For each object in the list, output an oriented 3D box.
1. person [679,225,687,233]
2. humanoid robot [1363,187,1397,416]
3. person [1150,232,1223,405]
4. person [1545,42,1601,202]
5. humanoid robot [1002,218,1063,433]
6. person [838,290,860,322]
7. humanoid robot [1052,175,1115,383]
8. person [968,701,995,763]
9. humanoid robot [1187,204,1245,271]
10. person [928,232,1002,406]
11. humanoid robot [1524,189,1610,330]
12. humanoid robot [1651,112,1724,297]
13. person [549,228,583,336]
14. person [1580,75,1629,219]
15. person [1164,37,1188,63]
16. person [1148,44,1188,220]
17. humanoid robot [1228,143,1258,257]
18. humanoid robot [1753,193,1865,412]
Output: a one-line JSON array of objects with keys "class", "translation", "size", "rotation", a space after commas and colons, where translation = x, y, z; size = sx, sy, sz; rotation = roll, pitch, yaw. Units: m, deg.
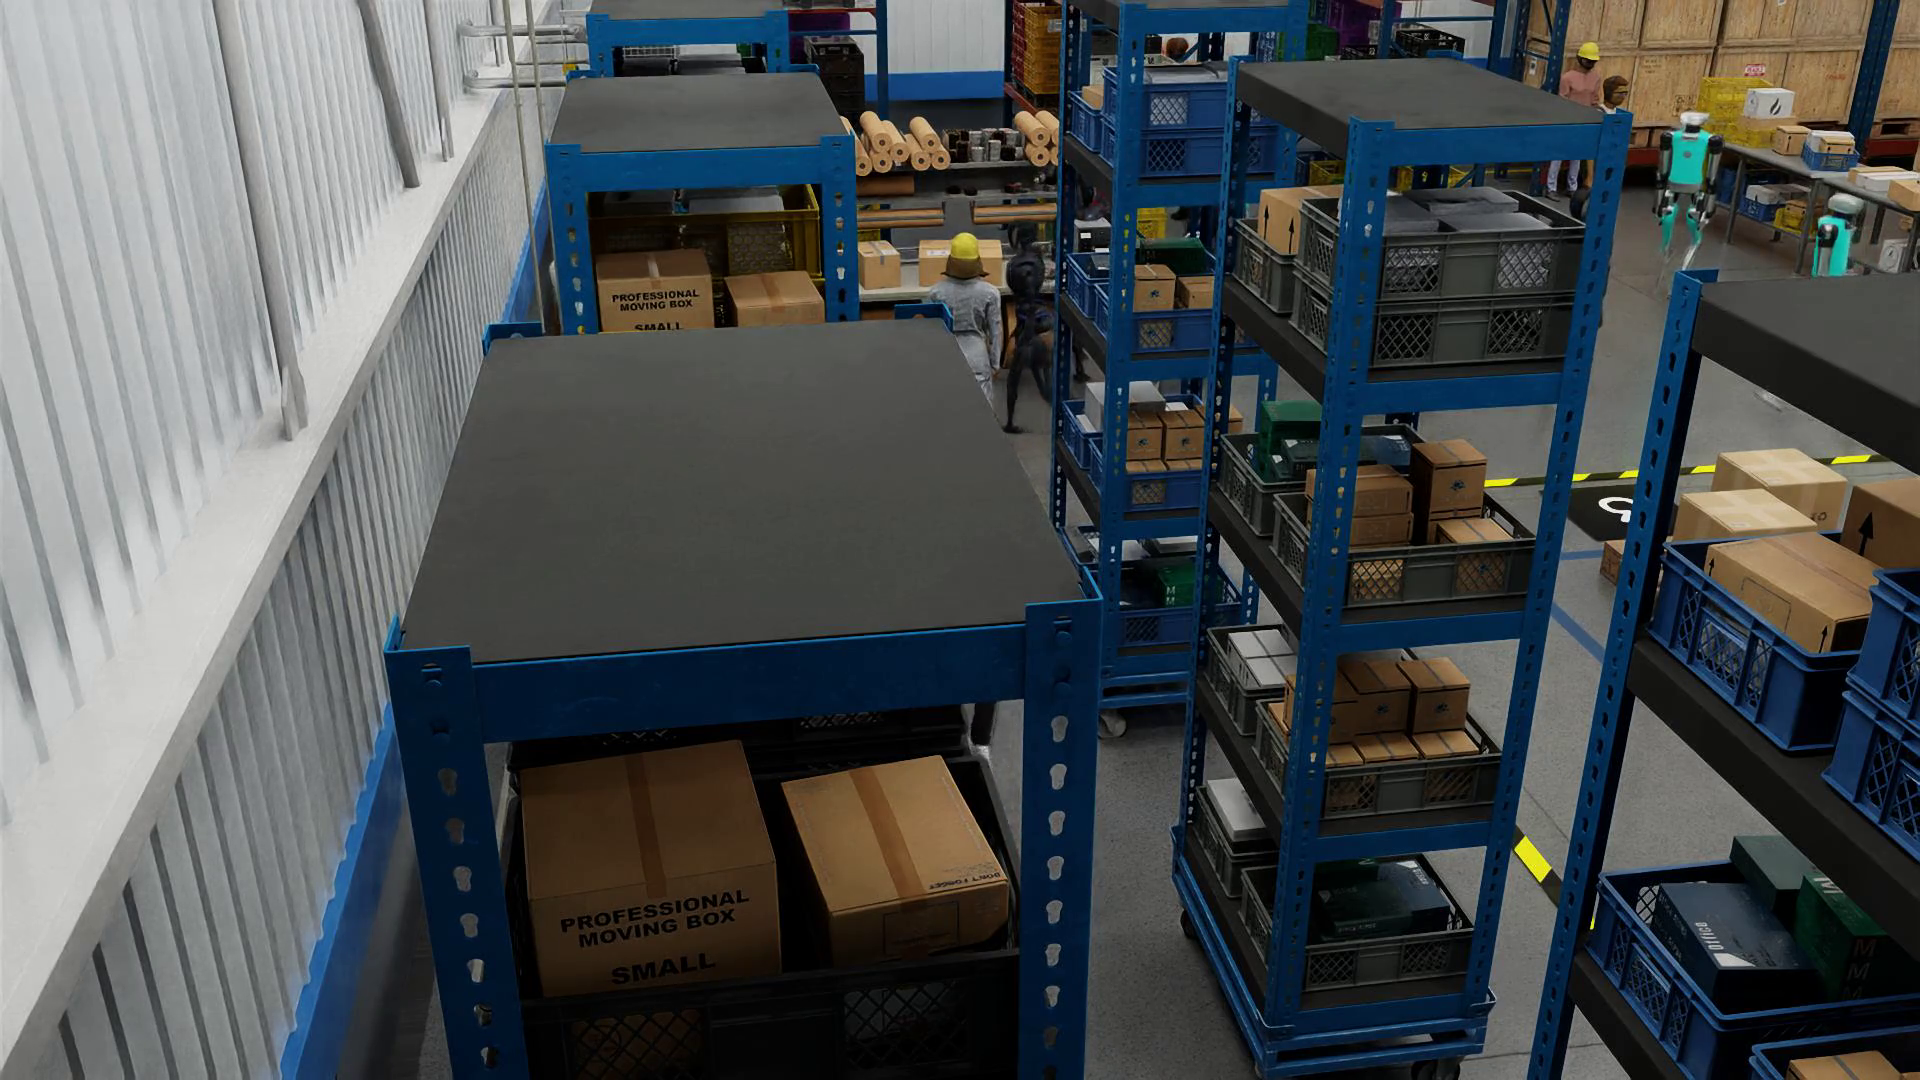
[{"class": "person", "translation": [-2.310, -2.183, 12.999], "size": [0.620, 1.986, 1.077], "rotation": [-3, 25, -7]}, {"class": "humanoid robot", "translation": [3.347, -1.762, 12.395], "size": [0.935, 1.769, 0.541], "rotation": [-7, 26, -15]}, {"class": "person", "translation": [1.474, -1.092, 10.778], "size": [0.588, 1.852, 0.373], "rotation": [-4, 25, -9]}, {"class": "person", "translation": [6.949, -4.706, 18.750], "size": [0.525, 1.760, 0.335], "rotation": [-6, 25, -13]}, {"class": "humanoid robot", "translation": [0.567, -1.497, 11.920], "size": [0.700, 1.651, 0.599], "rotation": [-2, 25, -5]}, {"class": "person", "translation": [-0.684, -0.560, 9.558], "size": [0.603, 1.901, 0.549], "rotation": [-14, 28, -28]}, {"class": "humanoid robot", "translation": [0.999, -2.115, 13.288], "size": [0.608, 1.638, 0.804], "rotation": [-7, 25, -14]}, {"class": "person", "translation": [0.025, 0.140, 8.142], "size": [0.515, 1.808, 1.008], "rotation": [-4, 25, -9]}, {"class": "humanoid robot", "translation": [2.067, -2.333, 13.767], "size": [0.589, 1.650, 0.777], "rotation": [19, 31, 35]}, {"class": "person", "translation": [0.032, -1.193, 11.126], "size": [0.492, 1.741, 0.300], "rotation": [1, 25, 2]}, {"class": "humanoid robot", "translation": [4.609, -1.854, 12.640], "size": [0.610, 1.643, 0.331], "rotation": [18, 30, 34]}, {"class": "humanoid robot", "translation": [6.600, -2.986, 15.160], "size": [0.543, 1.877, 0.760], "rotation": [15, 29, 29]}, {"class": "person", "translation": [-2.472, -1.269, 11.194], "size": [0.626, 1.832, 0.377], "rotation": [7, 26, 15]}, {"class": "person", "translation": [6.247, -3.614, 16.287], "size": [0.335, 1.836, 0.502], "rotation": [21, 32, 38]}, {"class": "person", "translation": [2.362, -4.688, 18.620], "size": [0.429, 1.833, 0.640], "rotation": [-5, 25, -11]}, {"class": "person", "translation": [2.142, -4.383, 17.908], "size": [0.927, 1.879, 0.620], "rotation": [5, 25, 10]}, {"class": "humanoid robot", "translation": [2.661, -3.581, 16.302], "size": [0.548, 1.724, 0.978], "rotation": [1, 25, 1]}, {"class": "humanoid robot", "translation": [6.447, -1.609, 12.074], "size": [1.053, 1.752, 0.545], "rotation": [18, 30, 33]}]
